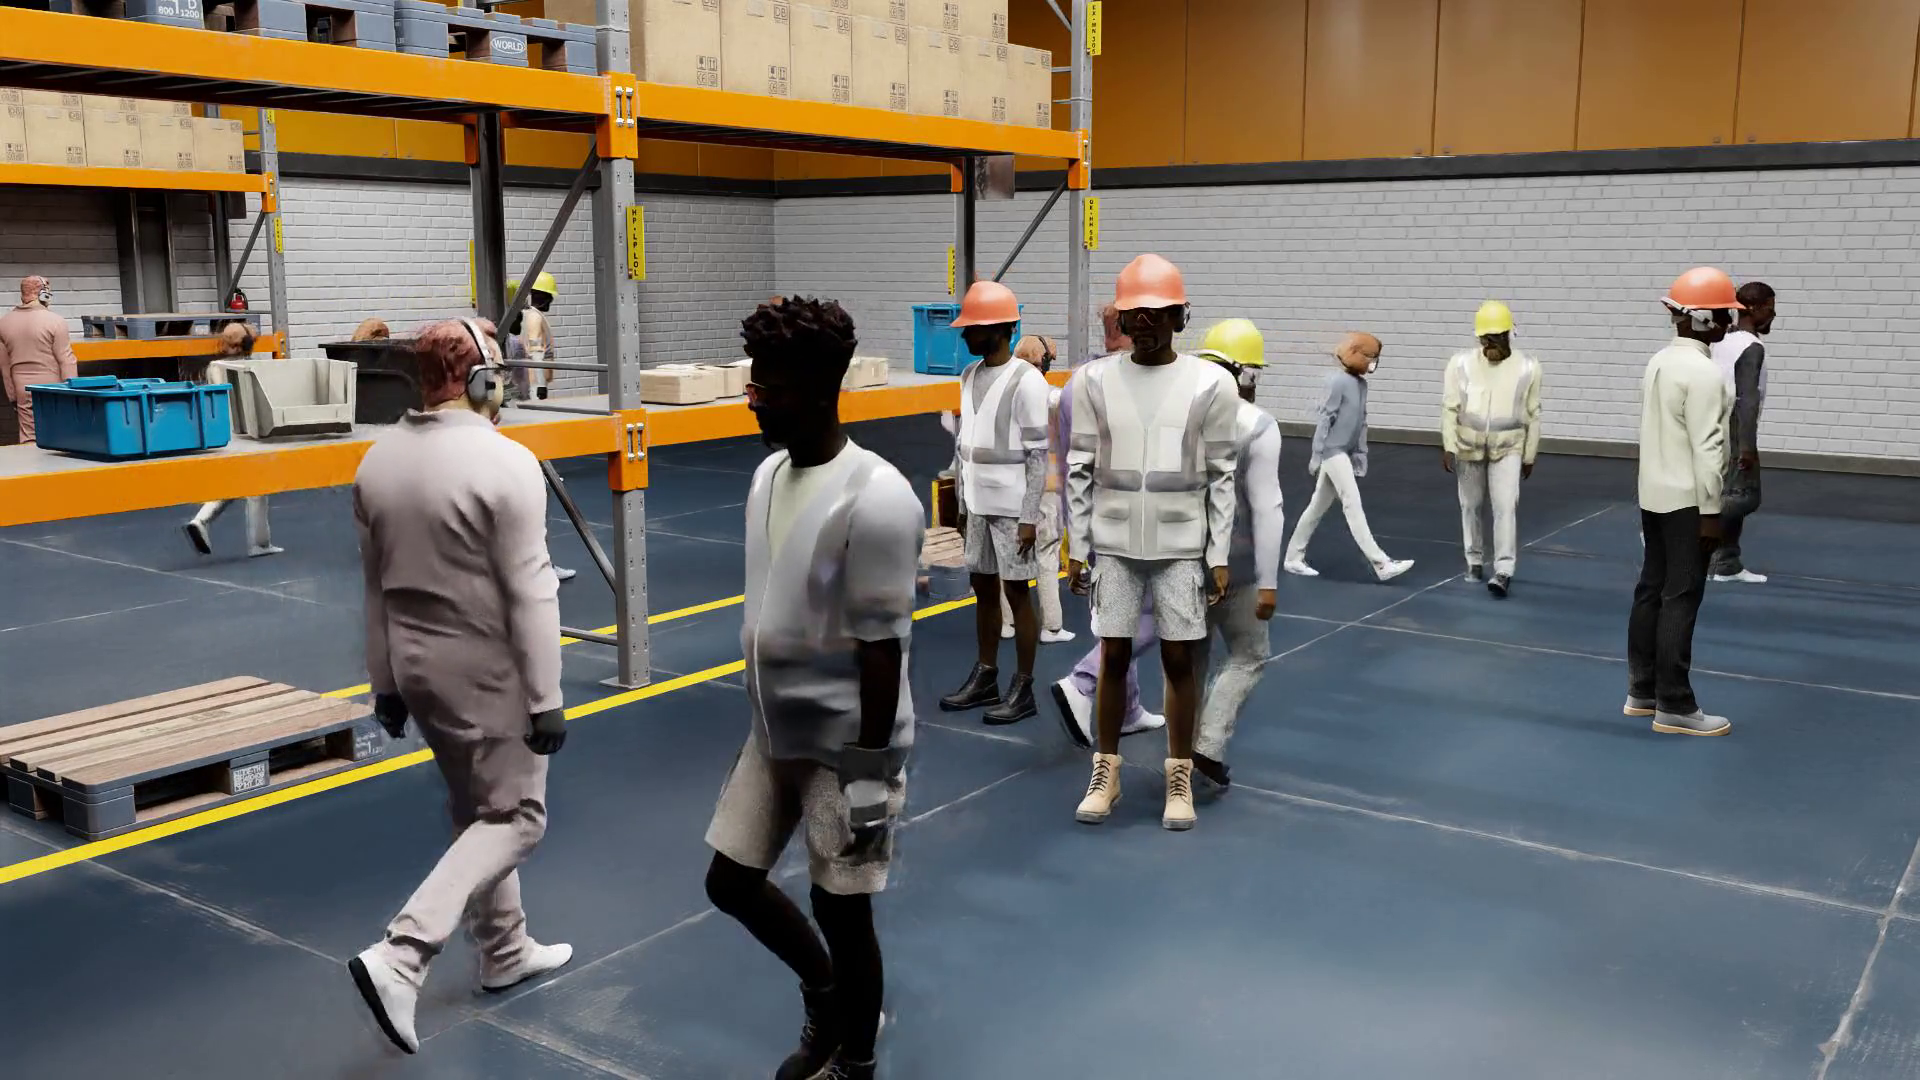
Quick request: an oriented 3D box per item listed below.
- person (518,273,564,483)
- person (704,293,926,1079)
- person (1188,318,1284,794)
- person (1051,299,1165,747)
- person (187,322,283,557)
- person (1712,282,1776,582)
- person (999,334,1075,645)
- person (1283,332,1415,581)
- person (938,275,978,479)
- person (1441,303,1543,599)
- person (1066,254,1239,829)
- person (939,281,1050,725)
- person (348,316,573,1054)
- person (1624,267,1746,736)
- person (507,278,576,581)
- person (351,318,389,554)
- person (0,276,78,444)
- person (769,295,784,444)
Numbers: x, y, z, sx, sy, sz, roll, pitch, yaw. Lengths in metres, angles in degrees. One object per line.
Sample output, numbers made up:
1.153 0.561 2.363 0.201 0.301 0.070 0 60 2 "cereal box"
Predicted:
-3.835 -1.475 15.203 0.398 1.913 0.590 -3 10 -19 "person"
-0.324 0.434 3.728 0.417 1.954 0.614 -8 12 -40 "person"
0.975 0.075 6.268 0.437 1.809 0.634 -9 13 -43 "person"
0.636 -0.065 6.872 0.664 1.888 0.658 -7 12 -35 "person"
-4.916 -0.655 11.212 0.525 1.623 0.591 4 10 22 "person"
4.777 -0.653 10.369 0.575 1.900 0.595 1 10 8 "person"
0.382 -0.262 8.791 0.515 1.641 0.309 6 11 30 "person"
2.451 -0.518 10.488 0.899 1.569 0.556 6 11 31 "person"
0.067 -1.485 15.066 0.760 1.976 0.623 9 13 44 "person"
3.233 -0.553 10.166 0.572 1.765 0.930 4 10 21 "person"
0.671 0.017 5.932 0.610 2.043 0.375 2 10 14 "person"
0.153 -0.158 7.295 0.376 1.934 0.547 -7 12 -36 "person"
-1.322 0.361 4.347 0.656 1.883 0.735 7 12 35 "person"
3.121 -0.167 7.168 0.380 1.995 0.611 0 10 -1 "person"
-2.731 -0.665 10.368 0.652 1.908 0.621 -8 13 -41 "person"
-4.008 -0.705 11.444 0.497 1.633 0.278 4 10 22 "person"
-7.424 -1.183 13.500 0.639 1.903 0.409 2 10 9 "person"
-1.959 -1.873 18.378 0.512 1.645 0.307 -3 10 -15 "person"
